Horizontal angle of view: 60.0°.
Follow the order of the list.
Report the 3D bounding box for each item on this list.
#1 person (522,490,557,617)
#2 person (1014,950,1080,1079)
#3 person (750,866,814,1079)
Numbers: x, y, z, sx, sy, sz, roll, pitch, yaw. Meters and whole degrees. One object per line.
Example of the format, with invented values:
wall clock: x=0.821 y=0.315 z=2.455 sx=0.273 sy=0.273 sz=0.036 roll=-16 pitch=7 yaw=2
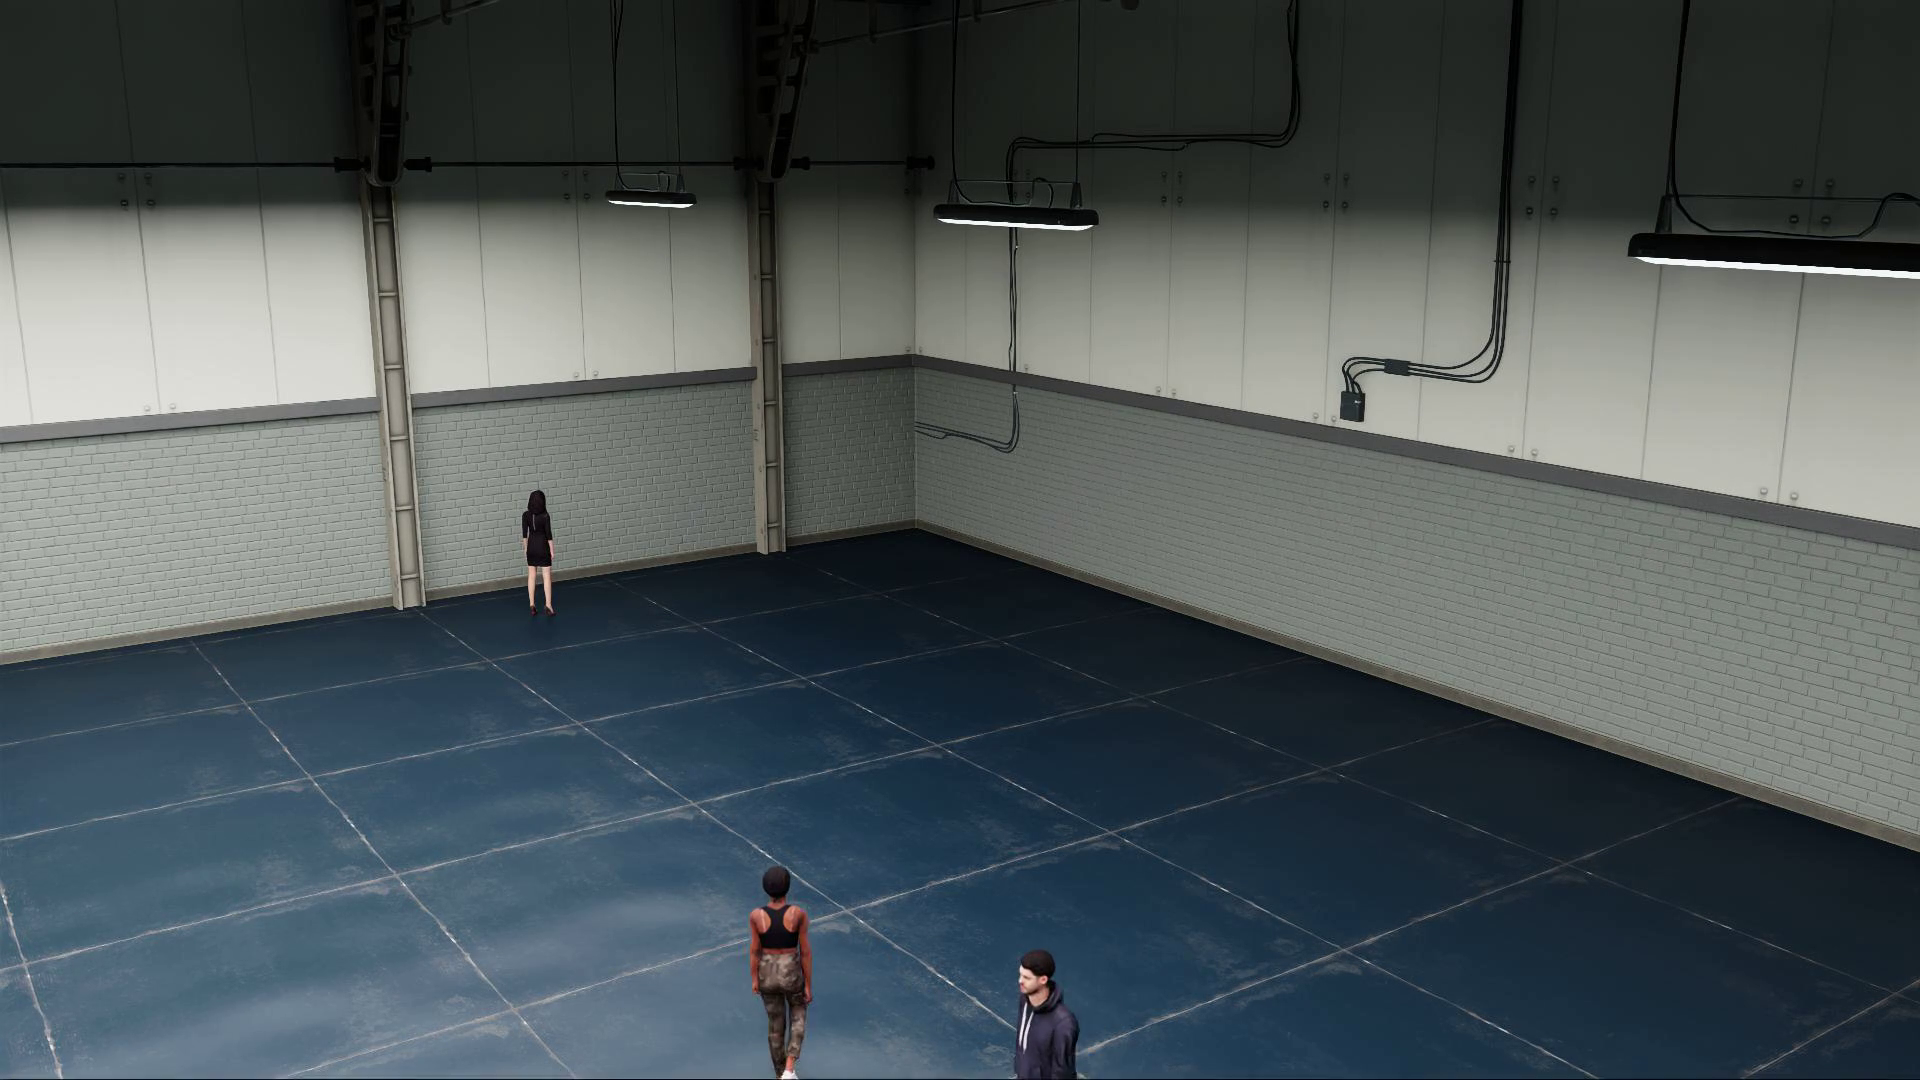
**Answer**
person: x=-6.001 y=0.188 z=23.669 sx=0.669 sy=1.802 sz=0.708 roll=3 pitch=13 yaw=14
person: x=0.605 y=3.328 z=10.018 sx=1.114 sy=1.844 sz=0.725 roll=-8 pitch=15 yaw=-32
person: x=-1.239 y=3.077 z=11.448 sx=0.745 sy=1.688 sz=0.804 roll=0 pitch=13 yaw=0
